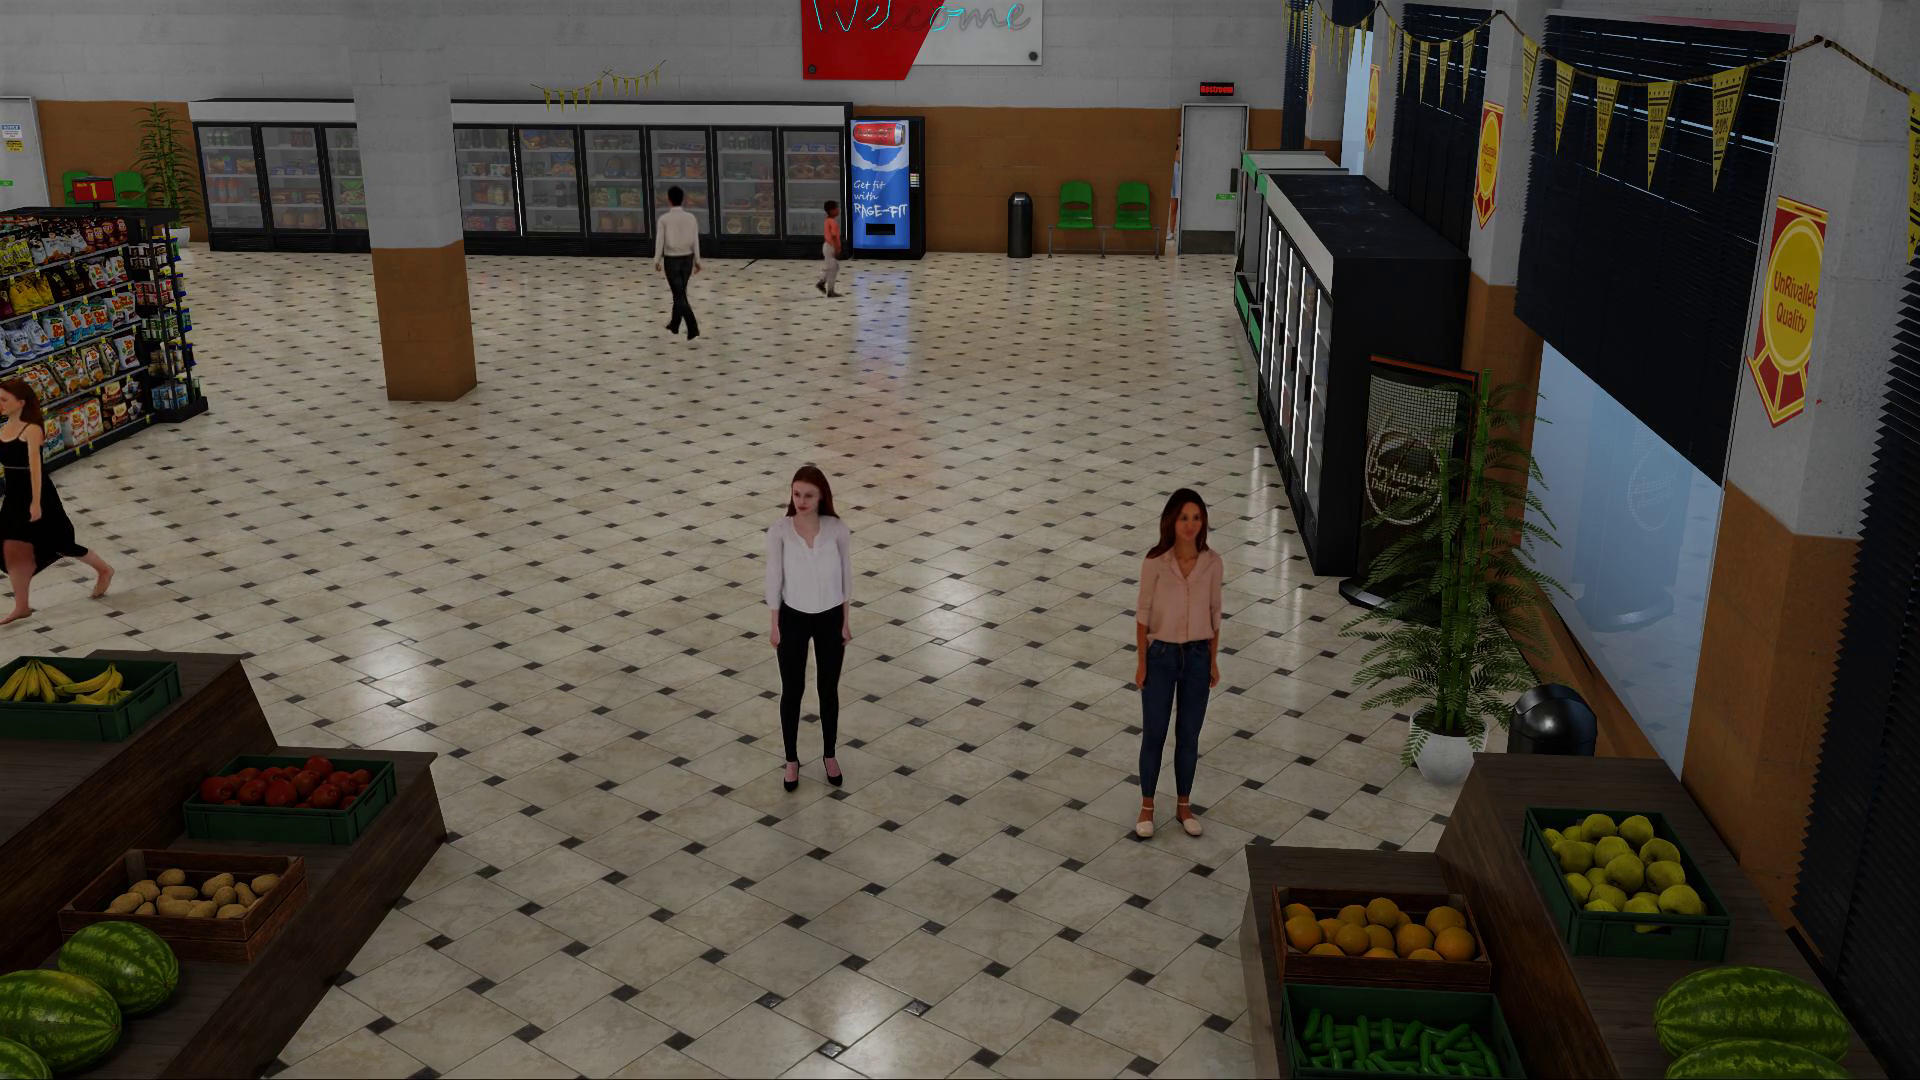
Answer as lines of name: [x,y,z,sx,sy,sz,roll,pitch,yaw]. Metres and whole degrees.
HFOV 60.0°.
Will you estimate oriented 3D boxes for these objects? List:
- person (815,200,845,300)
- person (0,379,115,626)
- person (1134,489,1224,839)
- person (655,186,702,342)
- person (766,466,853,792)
person: [-1.788,-3.885,22.275,0.646,1.302,0.611,-5,19,-15]
person: [-6.108,-0.273,11.105,0.794,1.595,1.109,8,20,24]
person: [1.065,0.603,8.197,0.624,1.793,0.580,-2,19,-6]
person: [-3.274,-3.200,19.514,1.131,1.768,1.294,-11,21,-29]
person: [-0.774,0.461,8.672,0.650,1.760,0.591,-4,19,-11]
